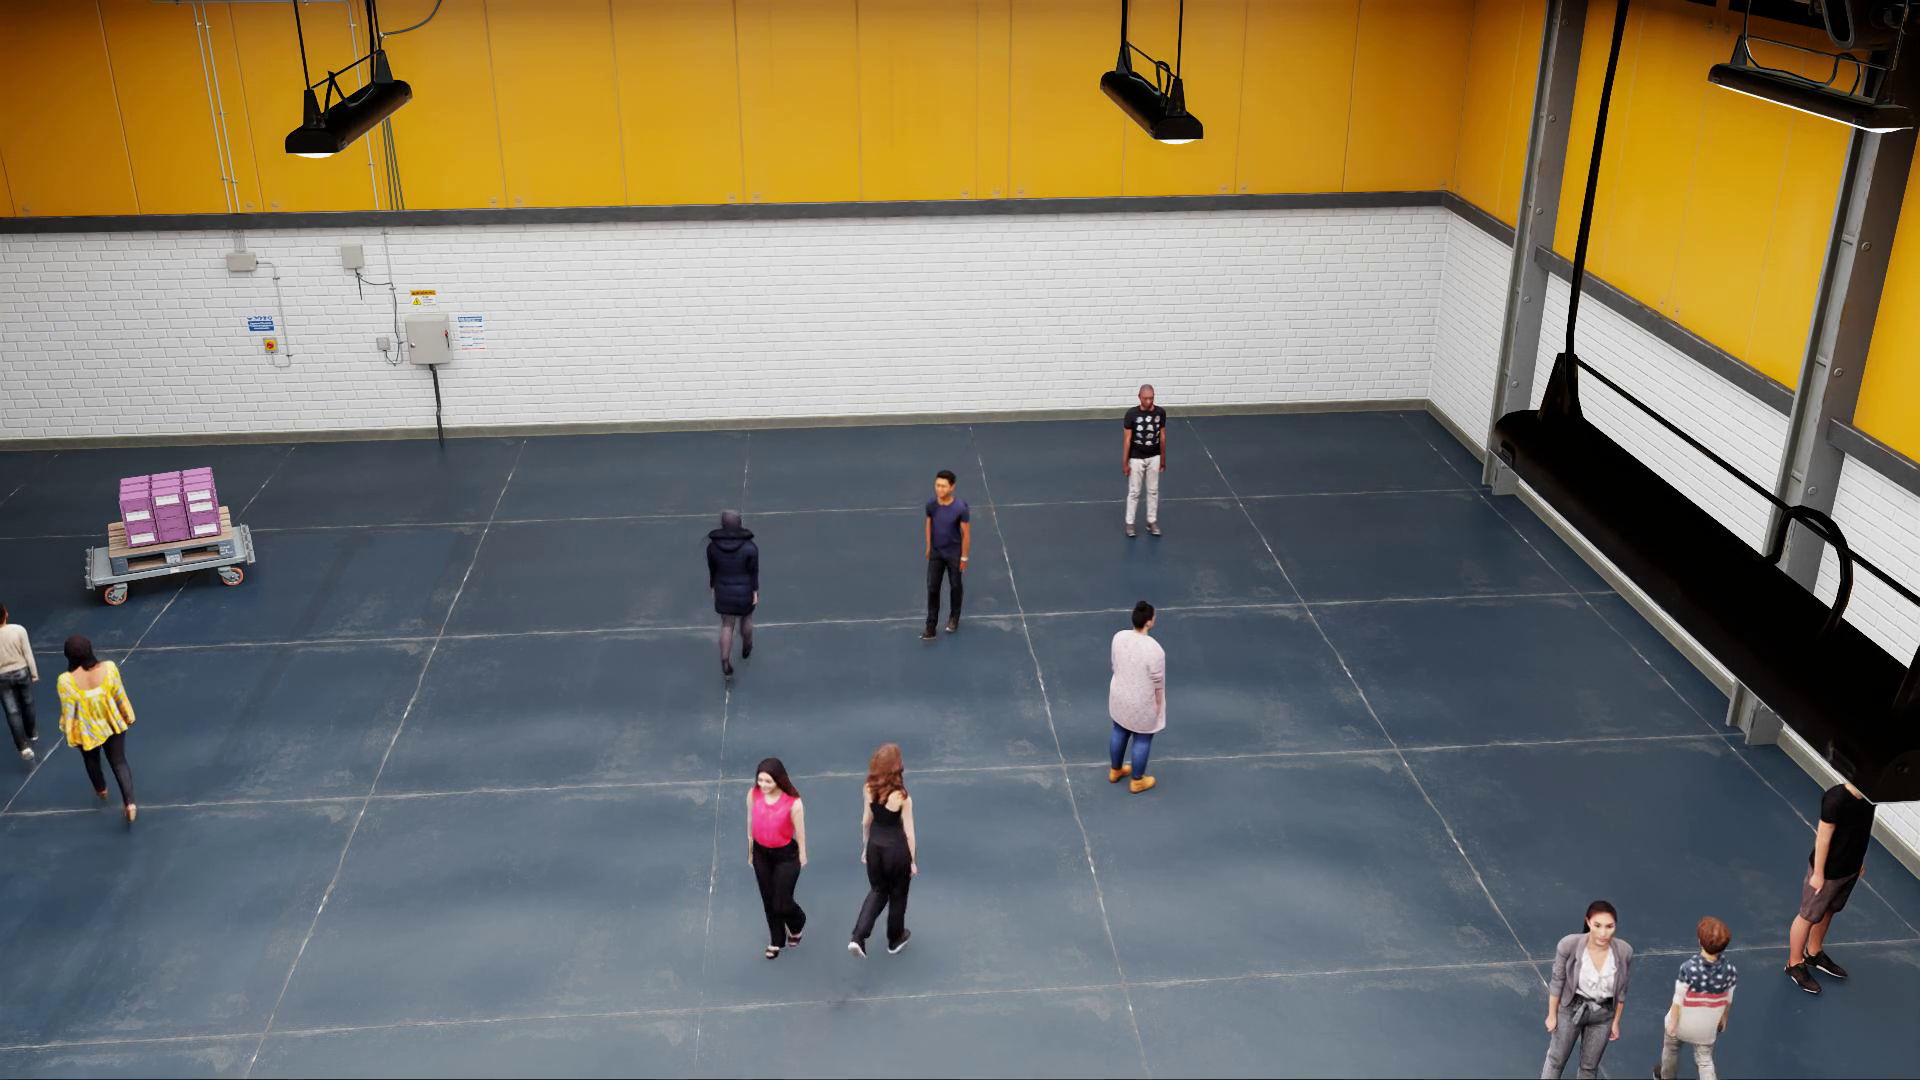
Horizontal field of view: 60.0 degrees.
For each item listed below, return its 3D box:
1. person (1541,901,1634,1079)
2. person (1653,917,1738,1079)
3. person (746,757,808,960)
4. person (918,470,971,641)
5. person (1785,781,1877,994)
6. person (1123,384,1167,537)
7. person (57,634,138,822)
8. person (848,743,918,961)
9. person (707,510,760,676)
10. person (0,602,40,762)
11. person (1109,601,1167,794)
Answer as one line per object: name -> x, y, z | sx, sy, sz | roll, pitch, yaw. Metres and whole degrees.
person -> 3.859, 2.940, 10.292 | 0.667, 1.678, 0.654 | 3, 24, 7
person -> 4.639, 3.020, 10.428 | 0.579, 1.423, 0.896 | 0, 24, 1
person -> -1.283, 2.242, 11.928 | 0.718, 1.649, 0.775 | 10, 25, 21
person -> -0.089, 0.098, 16.674 | 0.894, 1.774, 1.014 | 9, 25, 20
person -> 6.120, 2.255, 11.635 | 0.761, 1.858, 0.741 | -13, 27, -27
person -> 2.104, -0.931, 18.994 | 0.683, 1.801, 0.630 | -4, 24, -10
person -> -6.976, 1.564, 13.522 | 1.064, 1.614, 1.185 | -19, 30, -37
person -> -0.556, 2.267, 11.771 | 0.865, 1.729, 0.998 | 12, 26, 26
person -> -2.172, 0.520, 15.867 | 0.792, 1.648, 1.102 | 2, 24, 5
person -> -8.259, 1.232, 14.498 | 0.867, 1.440, 1.054 | -16, 28, -32
person -> 1.465, 1.299, 13.967 | 0.786, 1.743, 0.855 | 21, 31, 39
